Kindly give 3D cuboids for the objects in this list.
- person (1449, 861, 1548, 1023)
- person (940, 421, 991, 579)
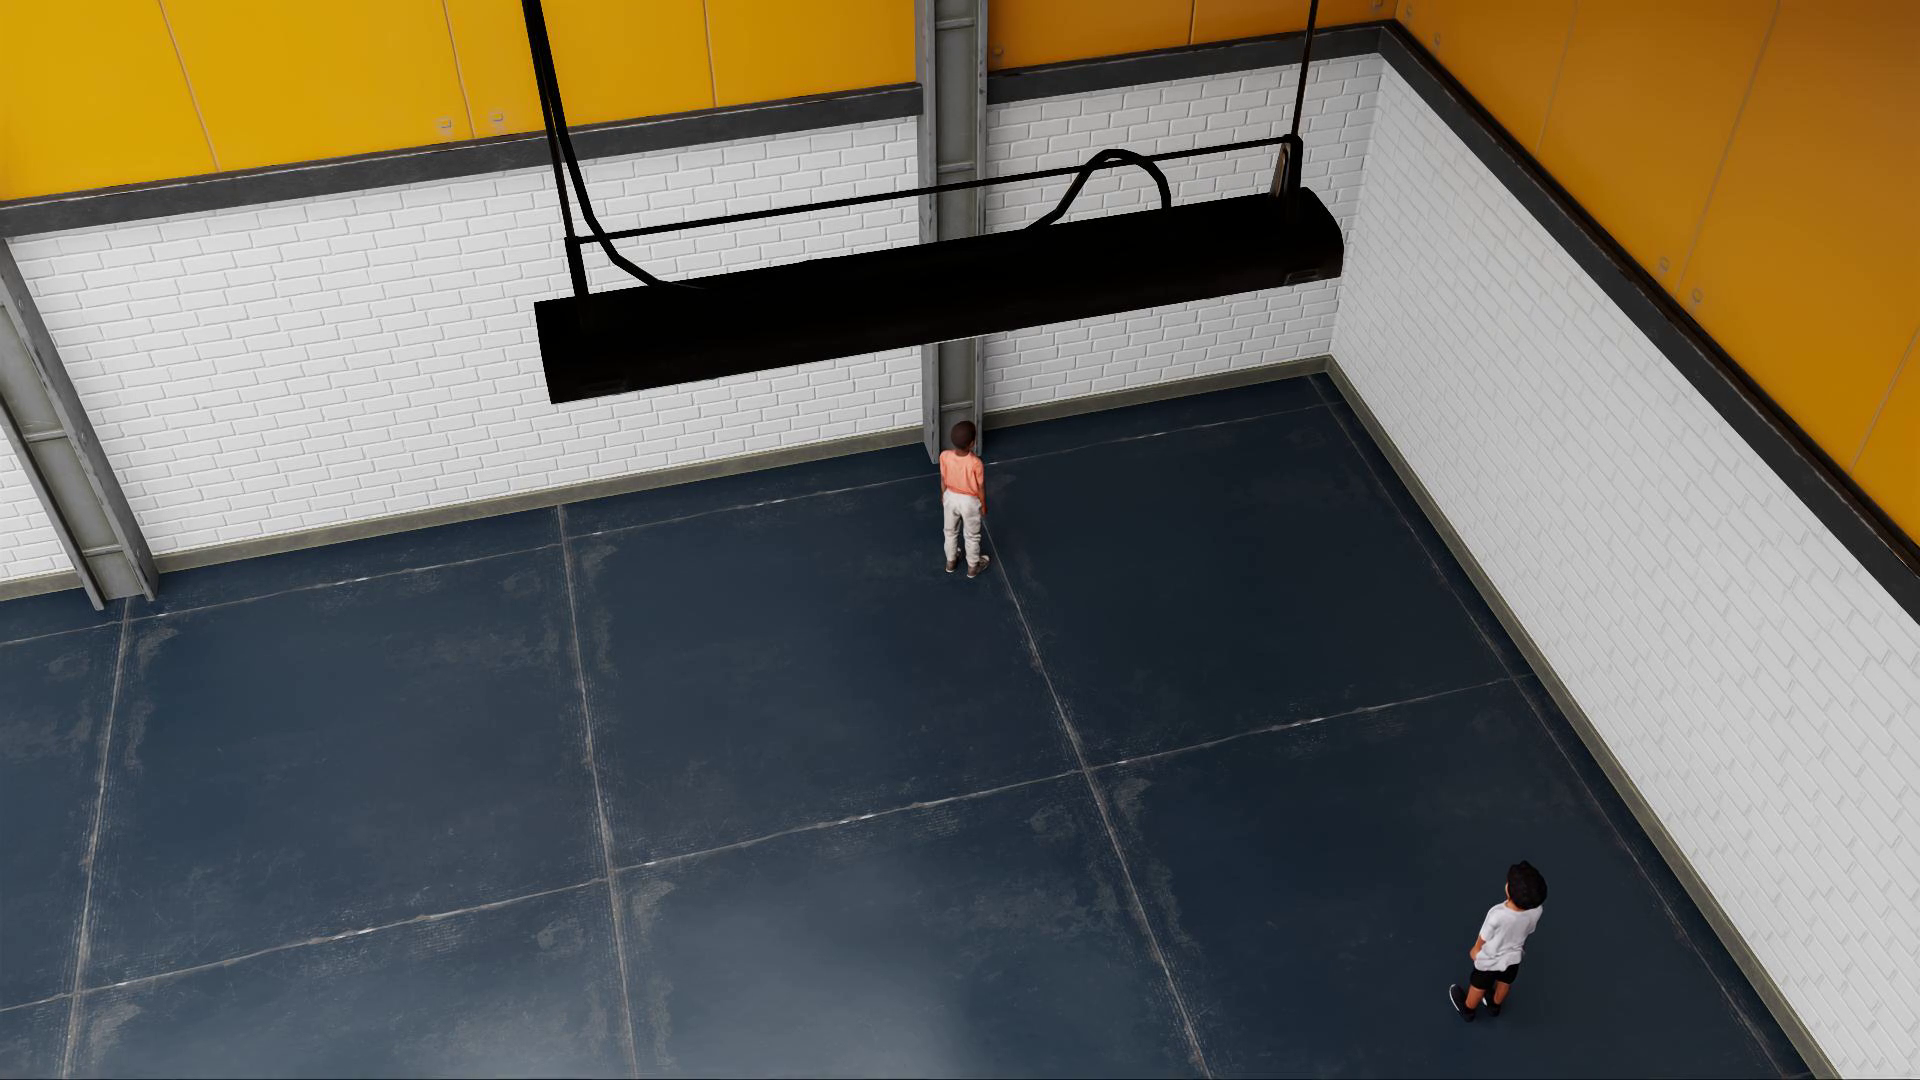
[{"bbox_3d":[2.895,2.170,8.873,0.423,1.257,0.535,-12,45,-12],"label":"person"},{"bbox_3d":[0.020,-0.276,11.401,0.556,1.311,0.629,17,46,17],"label":"person"}]
